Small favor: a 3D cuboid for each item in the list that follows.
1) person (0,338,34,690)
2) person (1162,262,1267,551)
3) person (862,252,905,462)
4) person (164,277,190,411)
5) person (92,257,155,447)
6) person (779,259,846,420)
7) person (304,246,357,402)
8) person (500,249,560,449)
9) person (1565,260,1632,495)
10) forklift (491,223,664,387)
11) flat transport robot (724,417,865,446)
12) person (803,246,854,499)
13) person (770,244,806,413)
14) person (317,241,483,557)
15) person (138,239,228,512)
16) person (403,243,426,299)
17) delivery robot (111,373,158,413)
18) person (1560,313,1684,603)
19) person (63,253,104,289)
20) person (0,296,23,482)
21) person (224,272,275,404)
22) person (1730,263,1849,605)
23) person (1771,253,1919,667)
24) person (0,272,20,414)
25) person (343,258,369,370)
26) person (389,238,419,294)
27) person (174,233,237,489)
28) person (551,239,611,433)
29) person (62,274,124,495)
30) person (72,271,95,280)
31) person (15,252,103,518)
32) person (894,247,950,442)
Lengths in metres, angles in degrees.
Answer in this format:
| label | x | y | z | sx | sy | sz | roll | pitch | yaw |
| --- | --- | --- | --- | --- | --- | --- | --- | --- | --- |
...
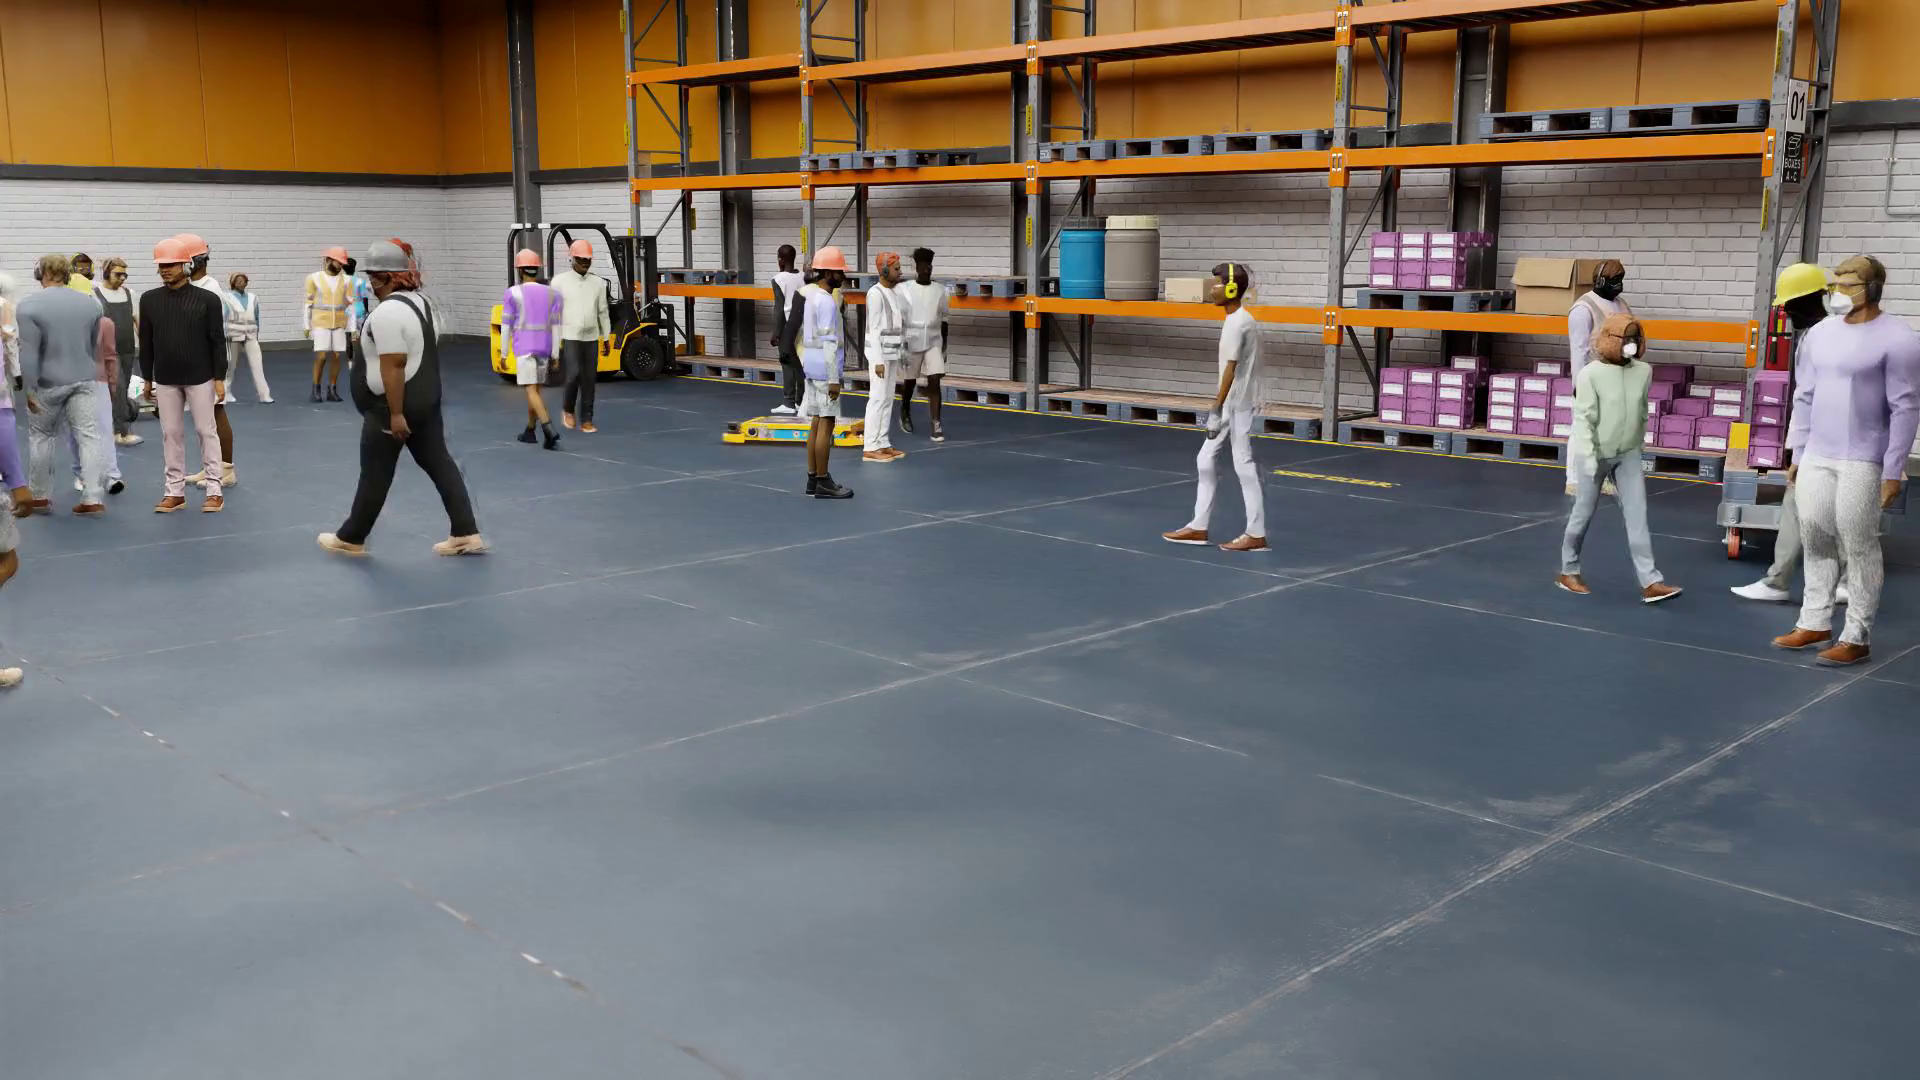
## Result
| label | x | y | z | sx | sy | sz | roll | pitch | yaw |
| --- | --- | --- | --- | --- | --- | --- | --- | --- | --- |
| person | -4.352 | -0.265 | 7.109 | 0.639 | 1.999 | 0.593 | 2 | 11 | 9 |
| person | 1.626 | -0.837 | 10.639 | 0.797 | 1.841 | 0.564 | 2 | 11 | 8 |
| person | -0.680 | -1.639 | 14.948 | 0.340 | 1.876 | 0.575 | 3 | 11 | 15 |
| person | -9.042 | -2.382 | 19.384 | 0.496 | 1.715 | 0.675 | -1 | 10 | -6 |
| person | -8.043 | -1.797 | 16.006 | 0.819 | 1.805 | 0.497 | 6 | 12 | 29 |
| person | -1.466 | -1.876 | 16.471 | 0.976 | 1.792 | 0.627 | 8 | 13 | 36 |
| person | -7.601 | -2.603 | 20.136 | 0.563 | 1.890 | 0.543 | -8 | 13 | -37 |
| person | -4.073 | -1.825 | 15.898 | 0.557 | 1.902 | 0.947 | -9 | 13 | -39 |
| person | 4.974 | -1.245 | 12.918 | 0.618 | 1.836 | 0.430 | -7 | 13 | -35 |
| forklift | -5.316 | -3.263 | 22.920 | 2.313 | 2.155 | 1.214 | -10 | 14 | -44 |
| flat transport robot | -1.517 | -1.070 | 16.208 | 1.431 | 0.197 | 0.652 | 2 | 11 | 13 |
| person | -1.014 | -1.288 | 12.853 | 0.373 | 1.934 | 0.551 | -3 | 11 | -18 |
| person | -1.931 | -2.406 | 18.997 | 0.391 | 1.920 | 0.593 | 7 | 12 | 32 |
| person | -3.521 | -0.896 | 10.431 | 1.042 | 2.000 | 0.699 | 1 | 10 | 7 |
| person | -5.678 | -1.190 | 12.157 | 0.621 | 1.994 | 0.381 | -1 | 10 | -3 |
| person | -9.683 | -4.270 | 29.254 | 0.583 | 1.882 | 0.337 | -8 | 13 | -38 |
| delivery robot | -9.133 | -1.637 | 18.269 | 0.707 | 0.478 | 0.477 | 5 | 12 | 26 |
| person | 3.632 | -0.441 | 9.163 | 0.509 | 1.592 | 0.809 | -3 | 11 | -14 |
| person | -9.217 | -2.116 | 17.656 | 0.861 | 1.824 | 0.555 | 9 | 14 | 41 |
| person | -8.222 | -1.454 | 13.924 | 0.601 | 1.884 | 0.977 | -10 | 14 | -42 |
| person | -8.674 | -2.435 | 20.060 | 0.889 | 1.589 | 0.523 | 8 | 13 | 37 |
| person | 4.637 | -0.564 | 9.105 | 0.855 | 1.858 | 0.652 | 3 | 11 | 17 |
| person | 4.194 | -0.374 | 7.863 | 0.353 | 1.937 | 0.637 | -3 | 11 | -18 |
| person | -10.659 | -2.240 | 18.130 | 0.662 | 1.897 | 0.855 | 2 | 11 | 11 |
| person | -9.186 | -3.425 | 25.176 | 0.556 | 1.678 | 0.457 | 0 | 10 | -2 |
| person | -9.424 | -4.084 | 27.990 | 0.629 | 1.968 | 0.695 | -3 | 11 | -17 |
| person | -6.070 | -1.422 | 13.317 | 0.385 | 2.035 | 0.605 | -9 | 13 | -39 |
| person | -3.864 | -2.073 | 17.005 | 0.642 | 1.975 | 0.431 | -8 | 13 | -36 |
| person | -6.828 | -1.198 | 12.962 | 0.531 | 1.722 | 0.911 | -7 | 12 | -33 |
| person | -9.740 | -2.250 | 18.588 | 0.522 | 1.760 | 0.331 | -2 | 11 | -12 |
| person | -6.542 | -1.120 | 12.044 | 0.912 | 1.887 | 0.641 | 7 | 12 | 33 |
| person | -0.402 | -1.972 | 16.659 | 0.591 | 1.924 | 0.978 | -2 | 11 | -13 |
